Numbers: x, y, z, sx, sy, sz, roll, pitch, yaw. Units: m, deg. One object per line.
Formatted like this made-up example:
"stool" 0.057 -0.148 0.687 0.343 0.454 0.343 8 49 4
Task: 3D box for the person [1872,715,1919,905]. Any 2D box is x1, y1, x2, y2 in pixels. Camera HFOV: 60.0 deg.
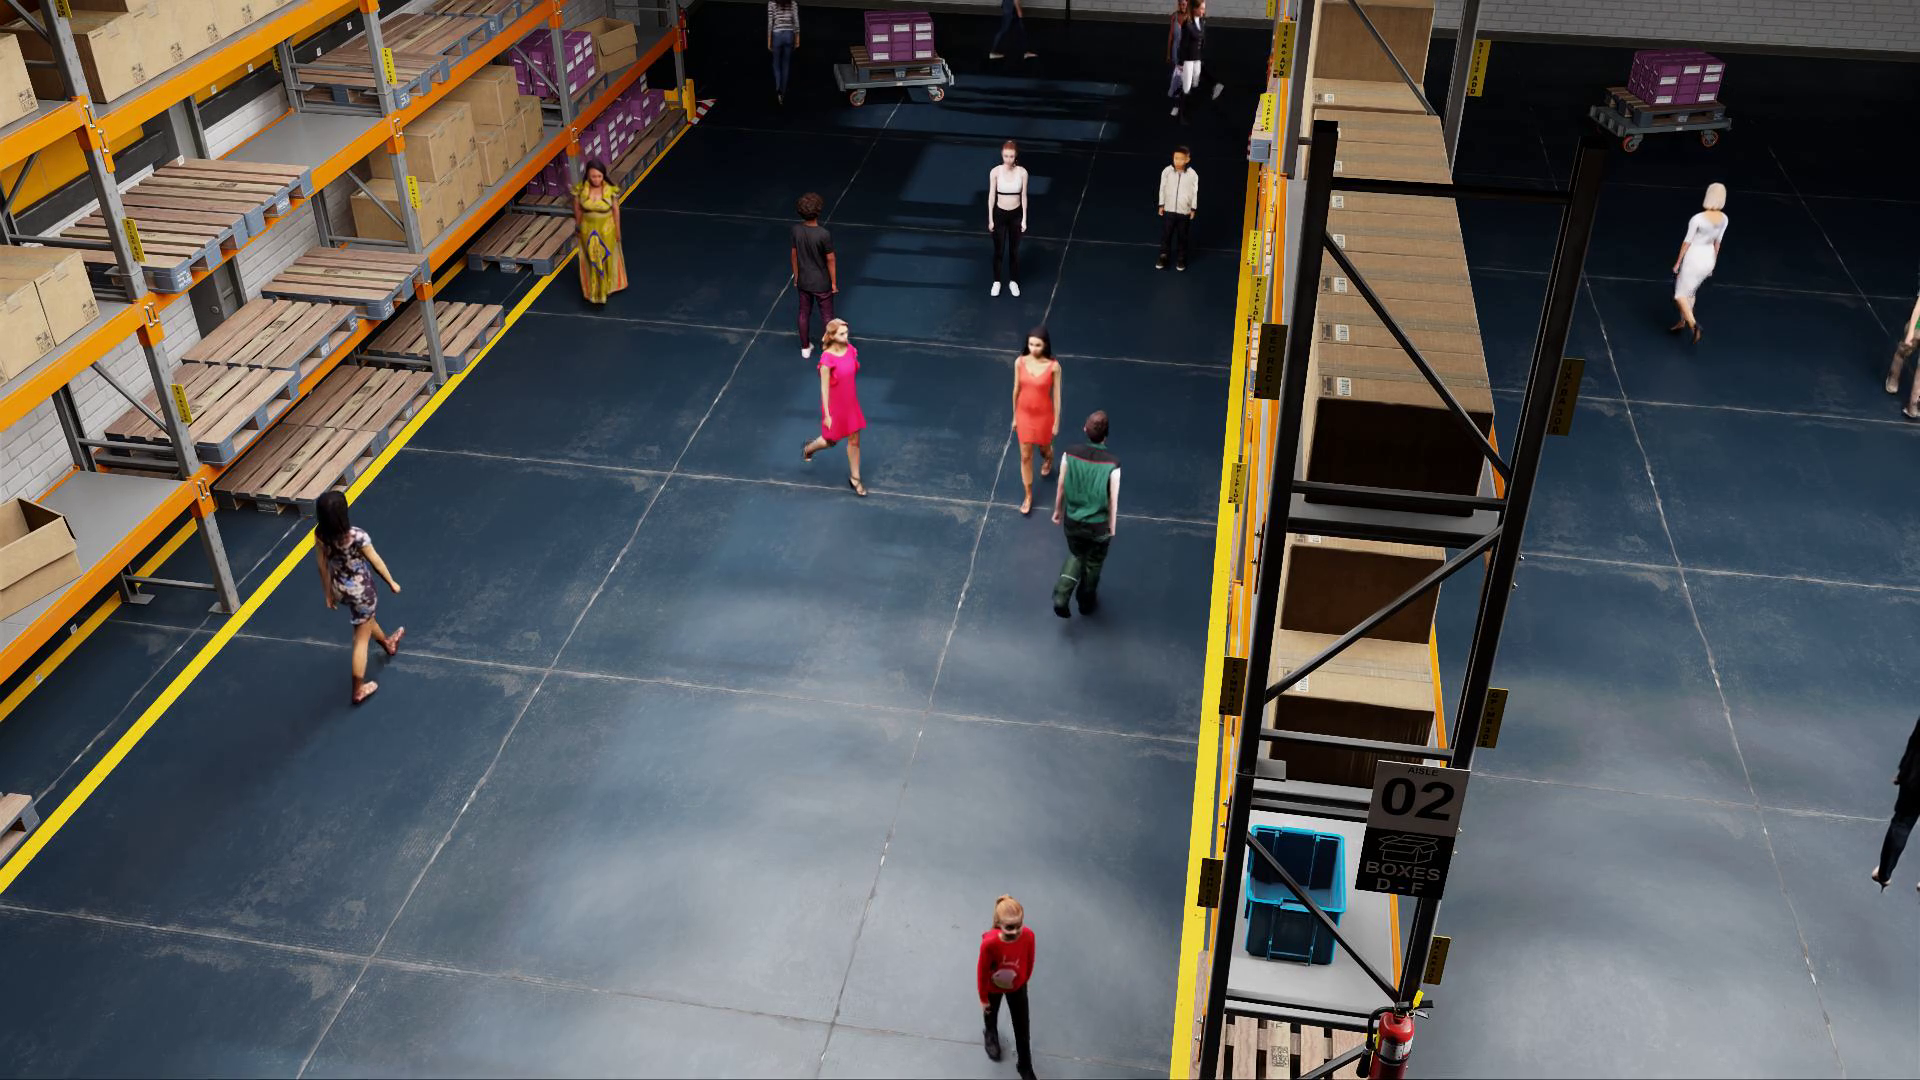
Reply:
"person" 5.843 1.431 9.834 0.764 1.779 0.660 13 36 18

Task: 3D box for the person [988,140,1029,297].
"person" 0.523 -3.524 18.235 0.634 1.743 0.598 -2 34 -3

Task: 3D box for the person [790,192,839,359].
"person" -1.486 -2.682 16.933 0.660 1.782 0.594 10 35 15

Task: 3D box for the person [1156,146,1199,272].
"person" 2.474 -3.783 18.887 0.587 1.452 0.497 7 34 10

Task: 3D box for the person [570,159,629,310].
"person" -3.954 -3.396 18.150 1.036 1.624 1.222 -10 35 -15

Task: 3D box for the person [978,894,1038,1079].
"person" 0.232 2.509 9.593 0.673 1.262 0.834 -6 34 -9

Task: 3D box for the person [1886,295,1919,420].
"person" 9.350 -2.067 16.170 0.647 1.602 1.160 8 35 12

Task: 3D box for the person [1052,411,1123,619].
"person" 0.988 -0.127 13.054 0.798 1.821 0.954 13 36 18

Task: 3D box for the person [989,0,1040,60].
"person" 0.704 -8.070 25.138 0.710 1.673 0.933 2 34 3

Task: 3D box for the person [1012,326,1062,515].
"person" 0.686 -1.113 14.648 0.641 1.698 1.031 9 35 13

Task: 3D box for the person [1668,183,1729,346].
"person" 7.640 -2.799 17.157 0.788 1.729 0.966 -7 34 -10

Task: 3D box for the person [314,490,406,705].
"person" -4.510 0.458 12.288 0.704 1.694 1.080 11 35 16

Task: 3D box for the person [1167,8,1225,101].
"person" 3.392 -7.026 23.529 0.912 1.715 1.112 16 37 23

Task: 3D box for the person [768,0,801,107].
"person" -2.478 -6.959 23.381 0.701 1.767 0.728 -5 34 -7

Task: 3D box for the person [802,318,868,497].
"person" -1.137 -1.210 14.791 0.962 1.702 1.001 27 42 35

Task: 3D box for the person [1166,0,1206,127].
"person" 3.129 -6.606 22.891 0.927 1.722 0.958 -23 40 -30

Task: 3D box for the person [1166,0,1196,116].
"person" 3.174 -6.842 23.315 0.806 1.646 1.201 15 36 21
